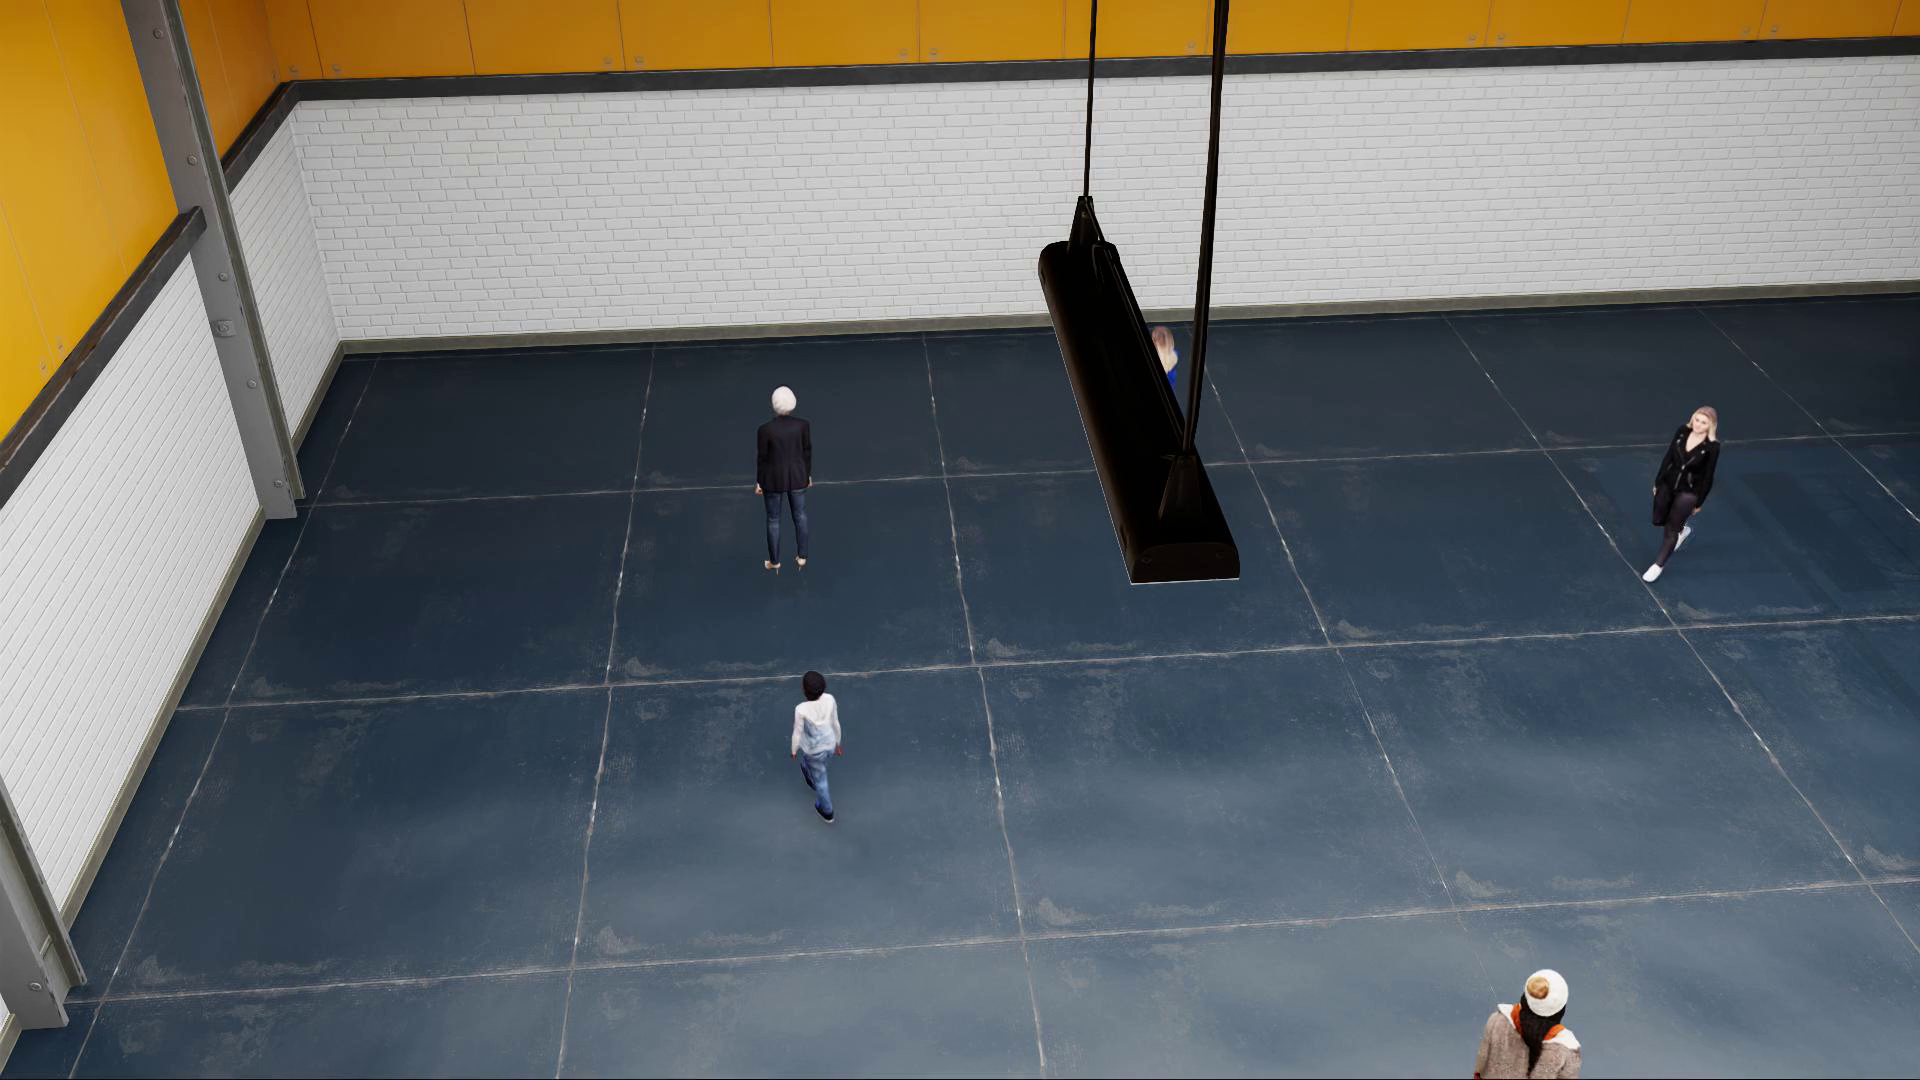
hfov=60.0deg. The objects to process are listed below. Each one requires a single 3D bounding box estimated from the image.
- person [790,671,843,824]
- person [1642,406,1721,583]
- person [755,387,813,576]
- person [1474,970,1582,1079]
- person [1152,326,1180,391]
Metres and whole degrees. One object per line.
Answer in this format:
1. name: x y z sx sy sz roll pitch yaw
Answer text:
1. person: -0.990 1.495 11.879 0.732 1.240 0.871 -22 39 -29
2. person: 6.276 -0.442 14.400 0.947 1.675 0.953 -23 40 -30
3. person: -1.515 -0.495 13.921 0.786 1.778 0.666 -10 35 -15
4. person: 2.974 3.059 8.954 0.946 1.874 1.001 28 43 35
5. person: 1.840 -1.222 15.551 0.702 1.700 0.733 -27 42 -34
